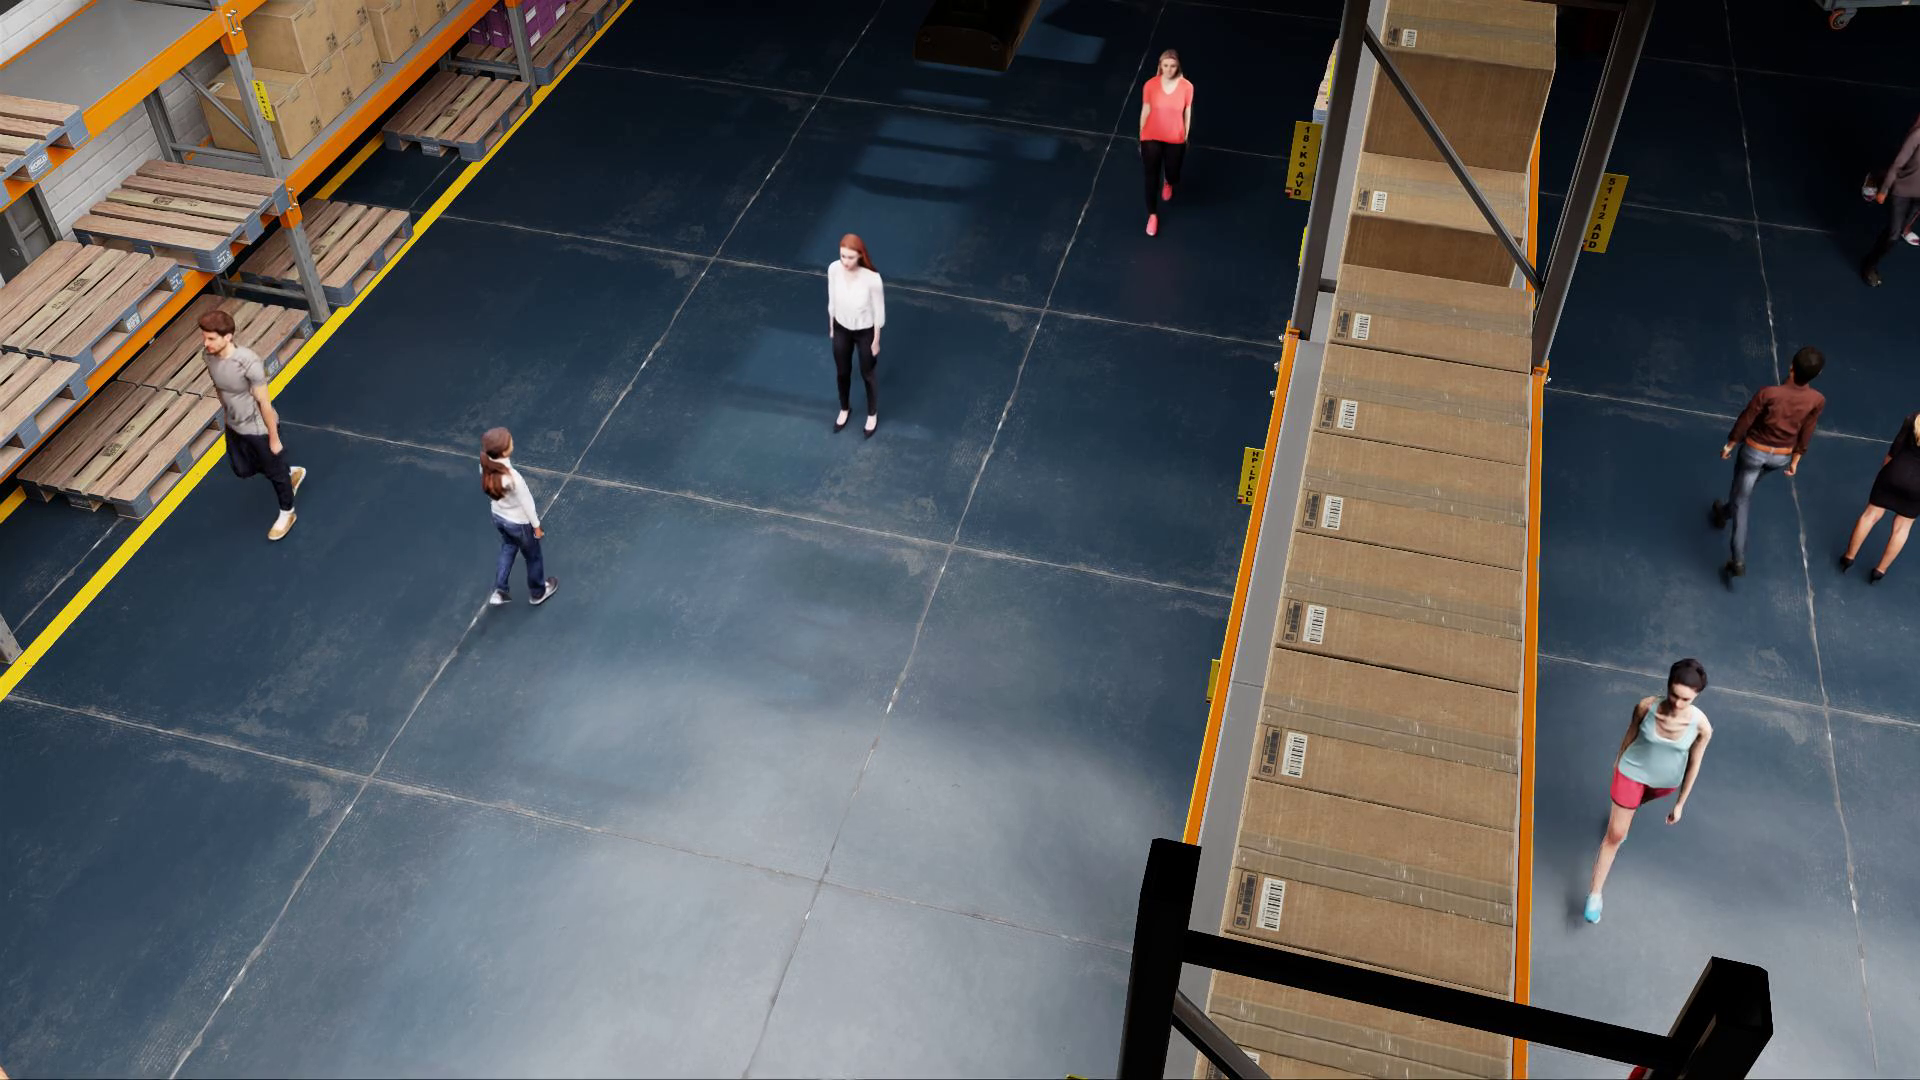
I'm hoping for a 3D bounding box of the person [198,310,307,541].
[{"bbox_3d":[-4.897,-0.863,11.623,0.707,1.885,0.803,15,46,16],"label":"person"}]

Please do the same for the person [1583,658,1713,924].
[{"bbox_3d":[3.941,1.300,9.483,0.680,1.704,1.250,16,46,16],"label":"person"}]

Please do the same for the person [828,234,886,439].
[{"bbox_3d":[-0.760,-1.542,12.427,0.630,1.759,0.551,16,46,16],"label":"person"}]

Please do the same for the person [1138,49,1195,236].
[{"bbox_3d":[1.783,-3.525,14.568,0.650,1.677,0.910,6,44,6],"label":"person"}]

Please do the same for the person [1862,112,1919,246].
[{"bbox_3d":[8.399,-3.493,14.521,0.867,1.695,1.186,-4,44,-4],"label":"person"}]

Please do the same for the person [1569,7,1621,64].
[{"bbox_3d":[6.575,-5.654,16.744,0.747,1.758,0.739,-2,44,-2],"label":"person"}]

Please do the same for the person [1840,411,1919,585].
[{"bbox_3d":[6.409,-0.381,11.270,0.590,1.674,0.563,23,48,22],"label":"person"}]

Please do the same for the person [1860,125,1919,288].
[{"bbox_3d":[7.927,-2.968,13.923,0.727,1.760,0.757,9,44,10],"label":"person"}]

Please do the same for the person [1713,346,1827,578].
[{"bbox_3d":[5.501,-0.521,11.365,0.769,1.745,1.152,4,44,4],"label":"person"}]

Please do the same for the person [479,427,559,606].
[{"bbox_3d":[-3.023,-0.097,11.062,0.651,1.549,0.810,21,47,21],"label":"person"}]
